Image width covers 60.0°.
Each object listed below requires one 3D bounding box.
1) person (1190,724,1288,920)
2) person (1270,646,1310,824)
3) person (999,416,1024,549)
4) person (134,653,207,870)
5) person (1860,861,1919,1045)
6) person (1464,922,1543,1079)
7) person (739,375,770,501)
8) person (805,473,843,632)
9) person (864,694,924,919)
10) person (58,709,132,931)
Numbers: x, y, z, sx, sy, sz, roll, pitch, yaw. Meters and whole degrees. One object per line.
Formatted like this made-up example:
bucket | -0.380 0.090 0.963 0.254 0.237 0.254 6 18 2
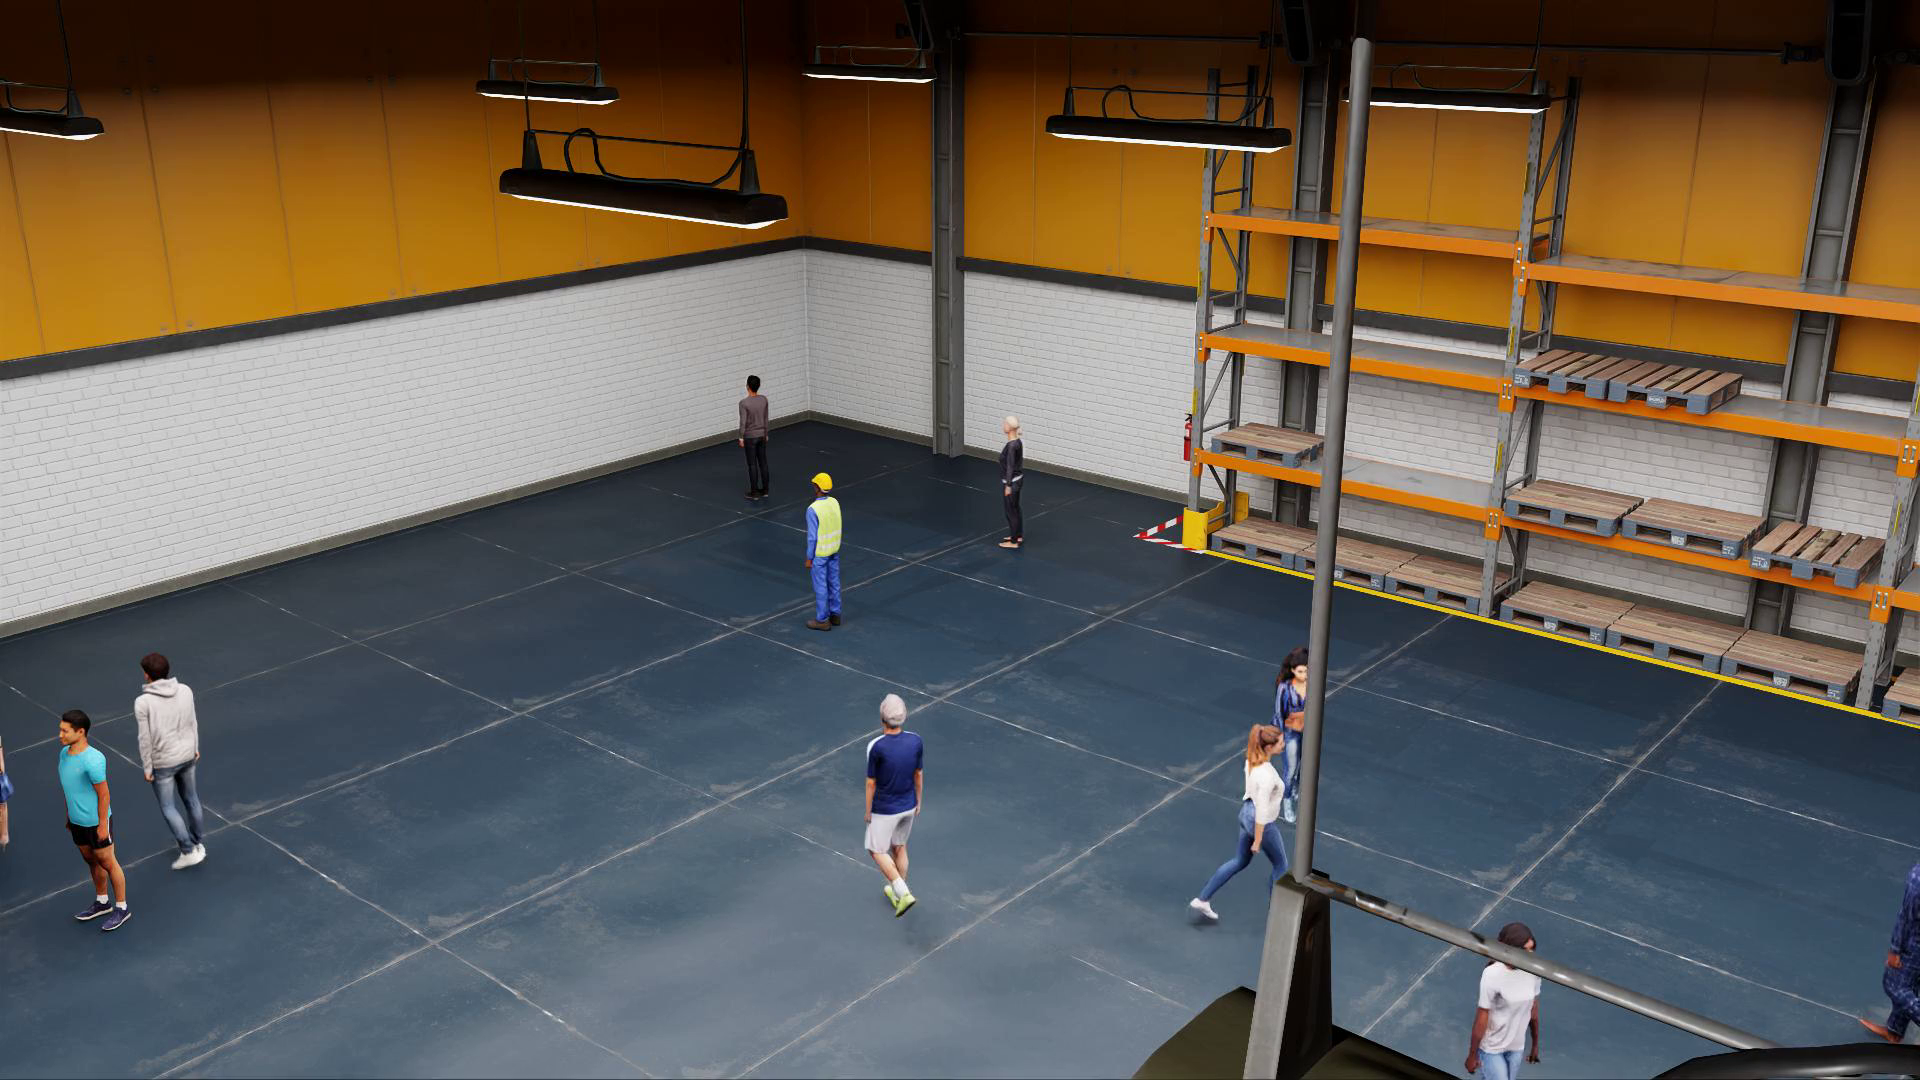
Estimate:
person | 2.190 2.203 12.725 1.118 1.689 1.097 -3 19 -9
person | 2.900 1.665 14.438 0.781 1.614 0.836 -4 19 -12
person | 0.683 -0.766 21.484 0.685 1.726 0.678 3 19 9
person | -6.441 1.804 13.652 0.822 1.853 0.752 11 21 29
person | 6.506 2.691 11.101 0.884 1.800 1.067 -9 21 -25
person | 3.232 3.066 10.123 0.724 1.713 0.753 -10 21 -27
person | -2.890 -1.455 23.461 0.667 1.769 0.571 15 24 38
person | -1.538 0.119 18.717 0.567 1.813 0.668 14 23 35
person | -0.483 2.092 12.840 0.805 1.826 0.980 -11 22 -30
person | -6.685 2.131 12.802 0.525 1.777 0.713 10 21 27
